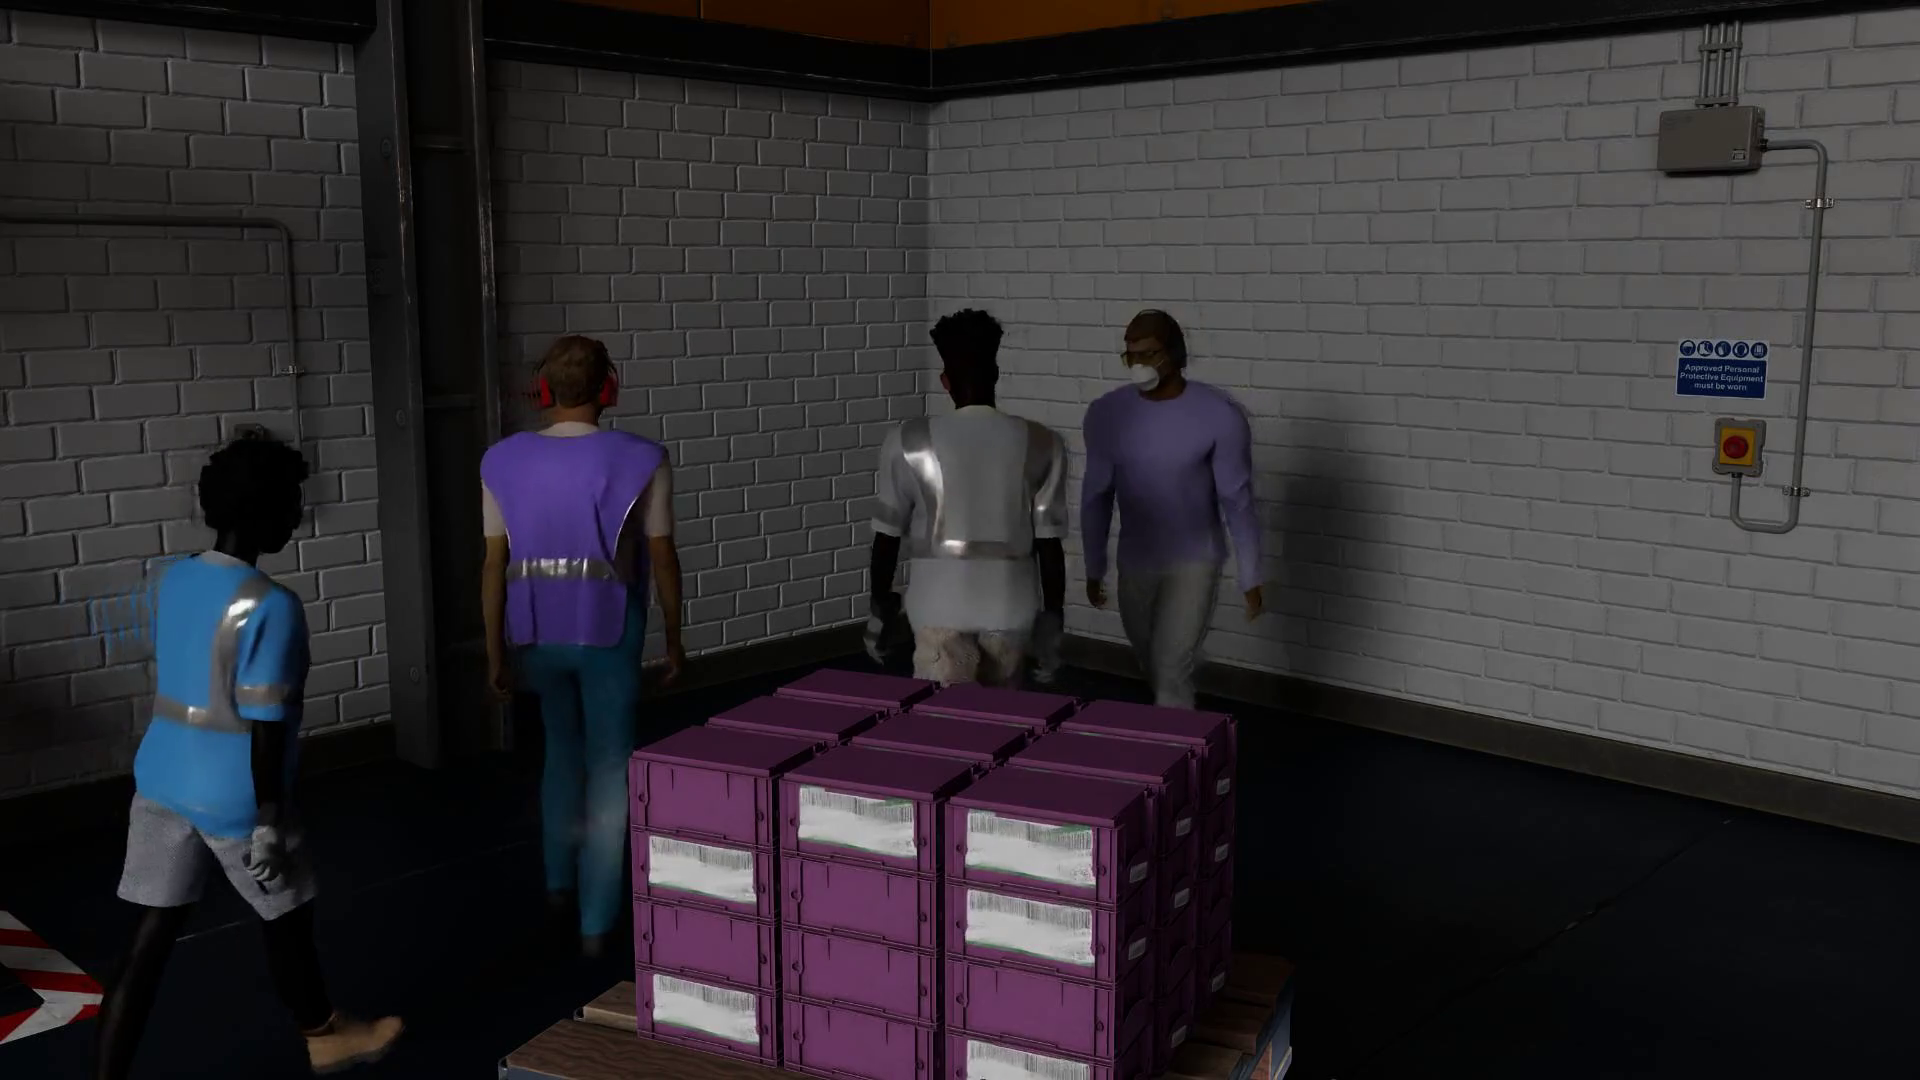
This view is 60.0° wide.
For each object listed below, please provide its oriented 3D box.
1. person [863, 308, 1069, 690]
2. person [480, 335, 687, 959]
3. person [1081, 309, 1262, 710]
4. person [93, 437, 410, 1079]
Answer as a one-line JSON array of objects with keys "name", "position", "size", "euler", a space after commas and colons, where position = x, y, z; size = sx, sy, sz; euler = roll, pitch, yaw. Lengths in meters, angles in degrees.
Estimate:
[{"name": "person", "position": [0.046, 0.240, 5.189], "size": [0.625, 1.918, 1.004], "euler": [-2, 9, -12]}, {"name": "person", "position": [-1.119, 0.310, 4.982], "size": [0.562, 1.826, 0.585], "euler": [1, 9, 8]}, {"name": "person", "position": [0.802, 0.084, 6.194], "size": [0.672, 1.896, 0.927], "euler": [5, 11, 29]}, {"name": "person", "position": [-1.718, 0.583, 3.869], "size": [0.589, 1.640, 0.853], "euler": [6, 11, 31]}]
